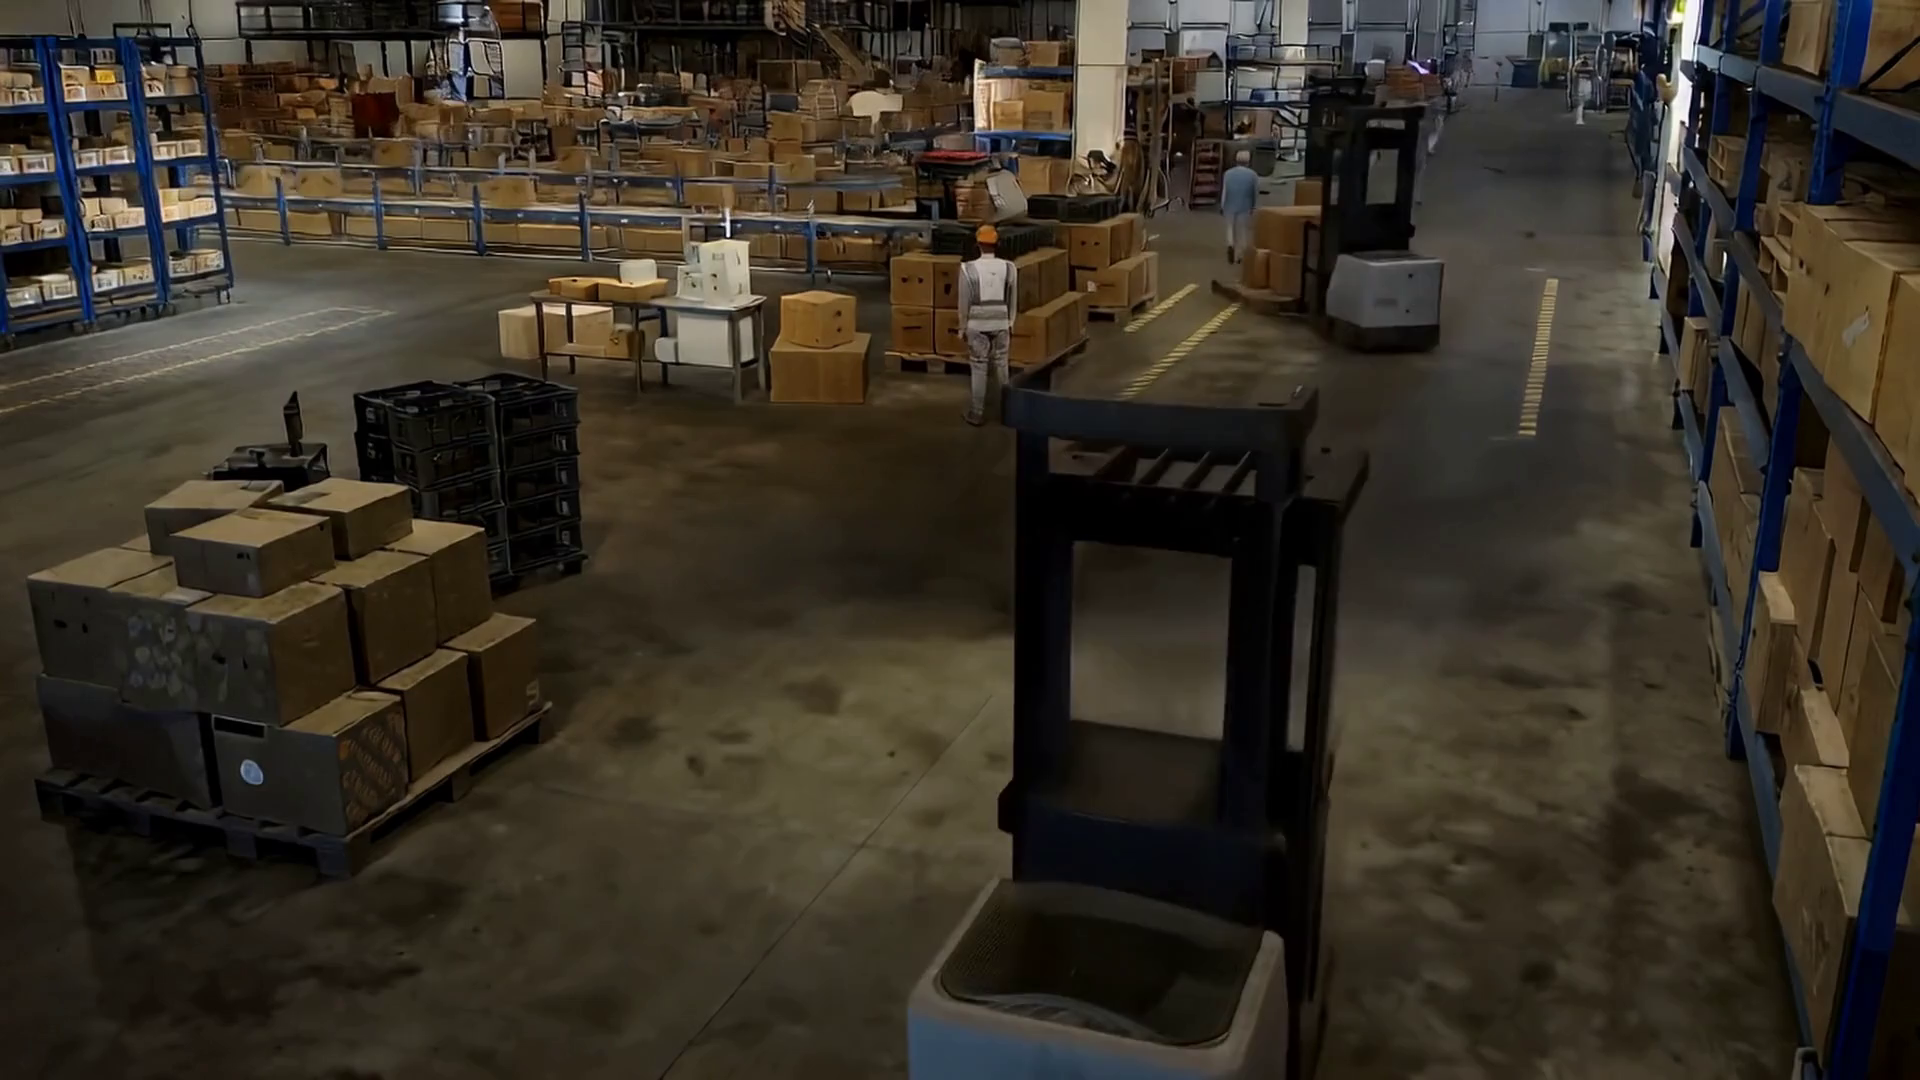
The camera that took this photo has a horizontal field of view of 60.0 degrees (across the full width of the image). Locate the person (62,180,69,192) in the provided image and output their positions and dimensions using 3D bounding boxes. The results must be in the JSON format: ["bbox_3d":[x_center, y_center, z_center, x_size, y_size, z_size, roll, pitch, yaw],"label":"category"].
[{"bbox_3d":[-15.332,-5.828,28.070,0.512,1.897,0.651,12,21,34],"label":"person"}]

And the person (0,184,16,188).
[{"bbox_3d":[-14.861,-5.157,26.109,0.567,1.808,0.913,15,23,38],"label":"person"}]

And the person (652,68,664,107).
[{"bbox_3d":[-11.836,-17.623,65.348,0.522,1.761,0.327,9,20,27],"label":"person"}]

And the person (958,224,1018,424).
[{"bbox_3d":[0.269,-2.110,16.298,0.604,1.949,0.389,-6,18,-17],"label":"person"}]

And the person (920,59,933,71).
[{"bbox_3d":[-1.342,-19.150,69.764,0.615,1.988,1.040,-11,21,-31],"label":"person"}]

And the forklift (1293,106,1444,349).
[{"bbox_3d":[5.052,-3.857,20.276,1.129,2.768,1.873,-4,18,-12],"label":"forklift"}]

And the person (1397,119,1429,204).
[{"bbox_3d":[9.533,-8.055,35.072,0.636,1.900,0.399,6,19,18],"label":"person"}]

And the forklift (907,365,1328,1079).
[{"bbox_3d":[0.608,0.842,5.509,1.129,2.768,1.873,6,19,19],"label":"forklift"}]

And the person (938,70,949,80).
[{"bbox_3d":[-0.636,-16.216,60.770,0.576,1.863,0.770,12,21,32],"label":"person"}]

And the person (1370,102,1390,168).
[{"bbox_3d":[10.750,-10.386,42.732,0.541,1.677,0.647,7,19,22],"label":"person"}]

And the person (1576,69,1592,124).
[{"bbox_3d":[22.452,-15.922,59.740,0.394,1.929,0.539,2,18,5],"label":"person"}]

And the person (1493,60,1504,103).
[{"bbox_3d":[23.957,-20.392,73.915,0.429,1.845,0.621,2,18,7],"label":"person"}]

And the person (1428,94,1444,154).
[{"bbox_3d":[13.524,-11.807,47.191,0.493,1.673,0.546,-1,18,-3],"label":"person"}]

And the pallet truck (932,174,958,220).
[{"bbox_3d":[-0.507,-5.292,27.348,0.653,1.274,1.630,6,19,19],"label":"pallet truck"}]

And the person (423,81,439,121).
[{"bbox_3d":[-16.425,-13.321,51.687,0.678,1.841,0.519,-12,21,-34],"label":"person"}]

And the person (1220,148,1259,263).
[{"bbox_3d":[4.480,-5.355,26.699,0.615,1.820,0.467,5,18,14],"label":"person"}]

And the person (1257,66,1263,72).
[{"bbox_3d":[16.466,-26.014,91.441,0.369,1.928,0.586,7,19,22],"label":"person"}]

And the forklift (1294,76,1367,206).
[{"bbox_3d":[6.598,-6.755,29.381,1.129,2.768,1.873,6,19,19],"label":"forklift"}]

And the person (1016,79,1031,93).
[{"bbox_3d":[2.437,-17.486,64.459,0.712,2.000,0.544,-3,18,-9],"label":"person"}]

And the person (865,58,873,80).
[{"bbox_3d":[-4.142,-20.678,74.732,0.902,1.896,0.588,-6,19,-19],"label":"person"}]

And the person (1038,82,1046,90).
[{"bbox_3d":[3.759,-21.238,76.446,0.600,1.915,0.633,-3,18,-10],"label":"person"}]

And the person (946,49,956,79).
[{"bbox_3d":[-0.532,-26.175,92.017,0.707,1.894,0.388,-17,24,-42],"label":"person"}]

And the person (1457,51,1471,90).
[{"bbox_3d":[26.091,-24.339,86.129,0.658,1.961,0.772,1,18,4],"label":"person"}]

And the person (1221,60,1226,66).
[{"bbox_3d":[11.726,-20.399,73.966,0.961,1.817,0.558,10,20,29],"label":"person"}]

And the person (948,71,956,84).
[{"bbox_3d":[-0.493,-15.479,58.399,0.734,1.904,0.567,-1,18,-3],"label":"person"}]

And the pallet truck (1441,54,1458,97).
[{"bbox_3d":[22.765,-21.886,78.355,0.823,1.965,1.885,-4,18,-14],"label":"pallet truck"}]
